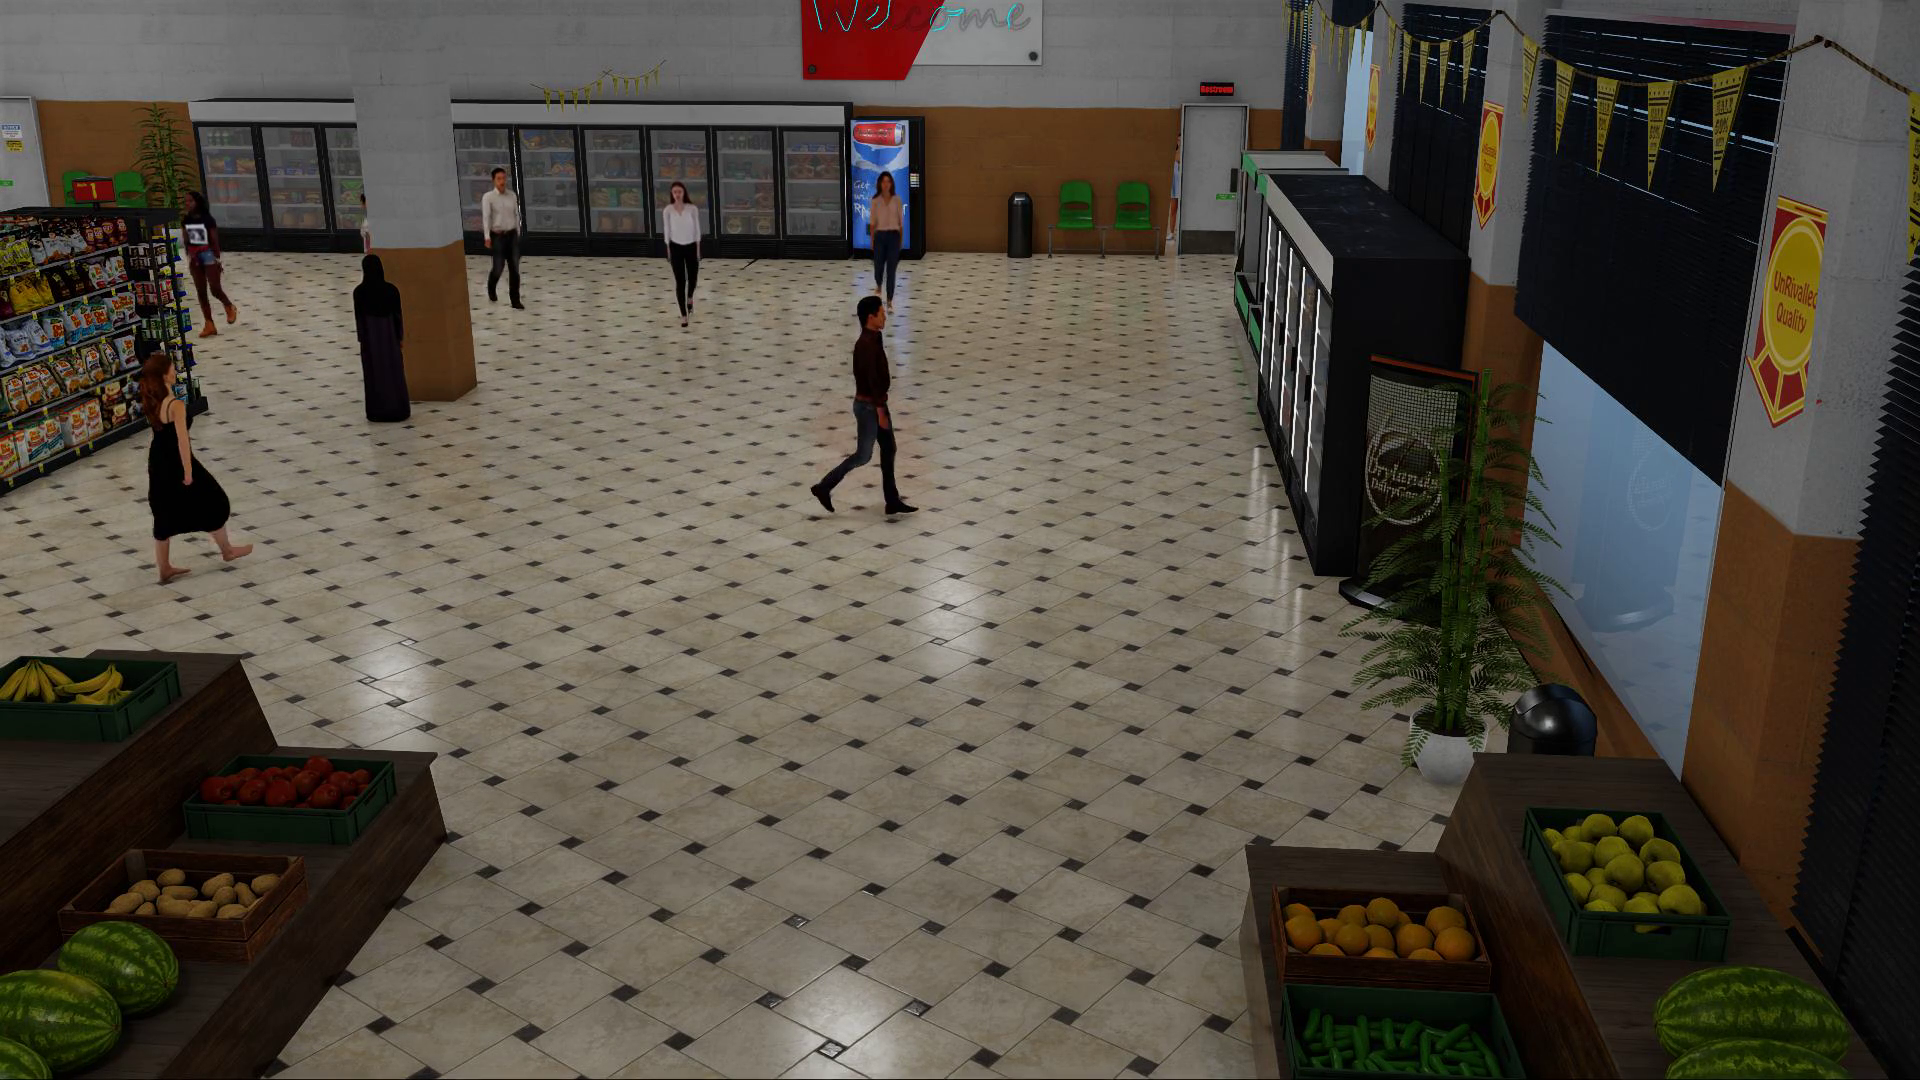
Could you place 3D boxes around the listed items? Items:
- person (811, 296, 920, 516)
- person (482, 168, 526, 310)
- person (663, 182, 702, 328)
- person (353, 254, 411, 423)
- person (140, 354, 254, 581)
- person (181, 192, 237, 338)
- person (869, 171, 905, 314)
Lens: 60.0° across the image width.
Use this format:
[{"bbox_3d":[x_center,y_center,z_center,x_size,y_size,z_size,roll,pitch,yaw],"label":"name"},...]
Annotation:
[{"bbox_3d":[-0.779,-1.014,13.052,0.705,1.754,1.004,2,19,5],"label":"person"},{"bbox_3d":[-5.959,-3.909,21.589,1.084,1.786,1.155,-14,23,-36],"label":"person"},{"bbox_3d":[-3.407,-3.535,20.564,0.821,1.732,1.151,-4,19,-11],"label":"person"},{"bbox_3d":[-5.607,-1.952,16.052,0.691,1.616,0.719,-6,19,-17],"label":"person"},{"bbox_3d":[-5.622,-0.485,11.729,0.814,1.599,1.008,9,21,26],"label":"person"},{"bbox_3d":[-8.994,-3.304,19.909,0.602,1.713,0.823,2,19,7],"label":"person"},{"bbox_3d":[-0.949,-3.839,21.398,0.720,1.776,0.927,-3,19,-9],"label":"person"}]
